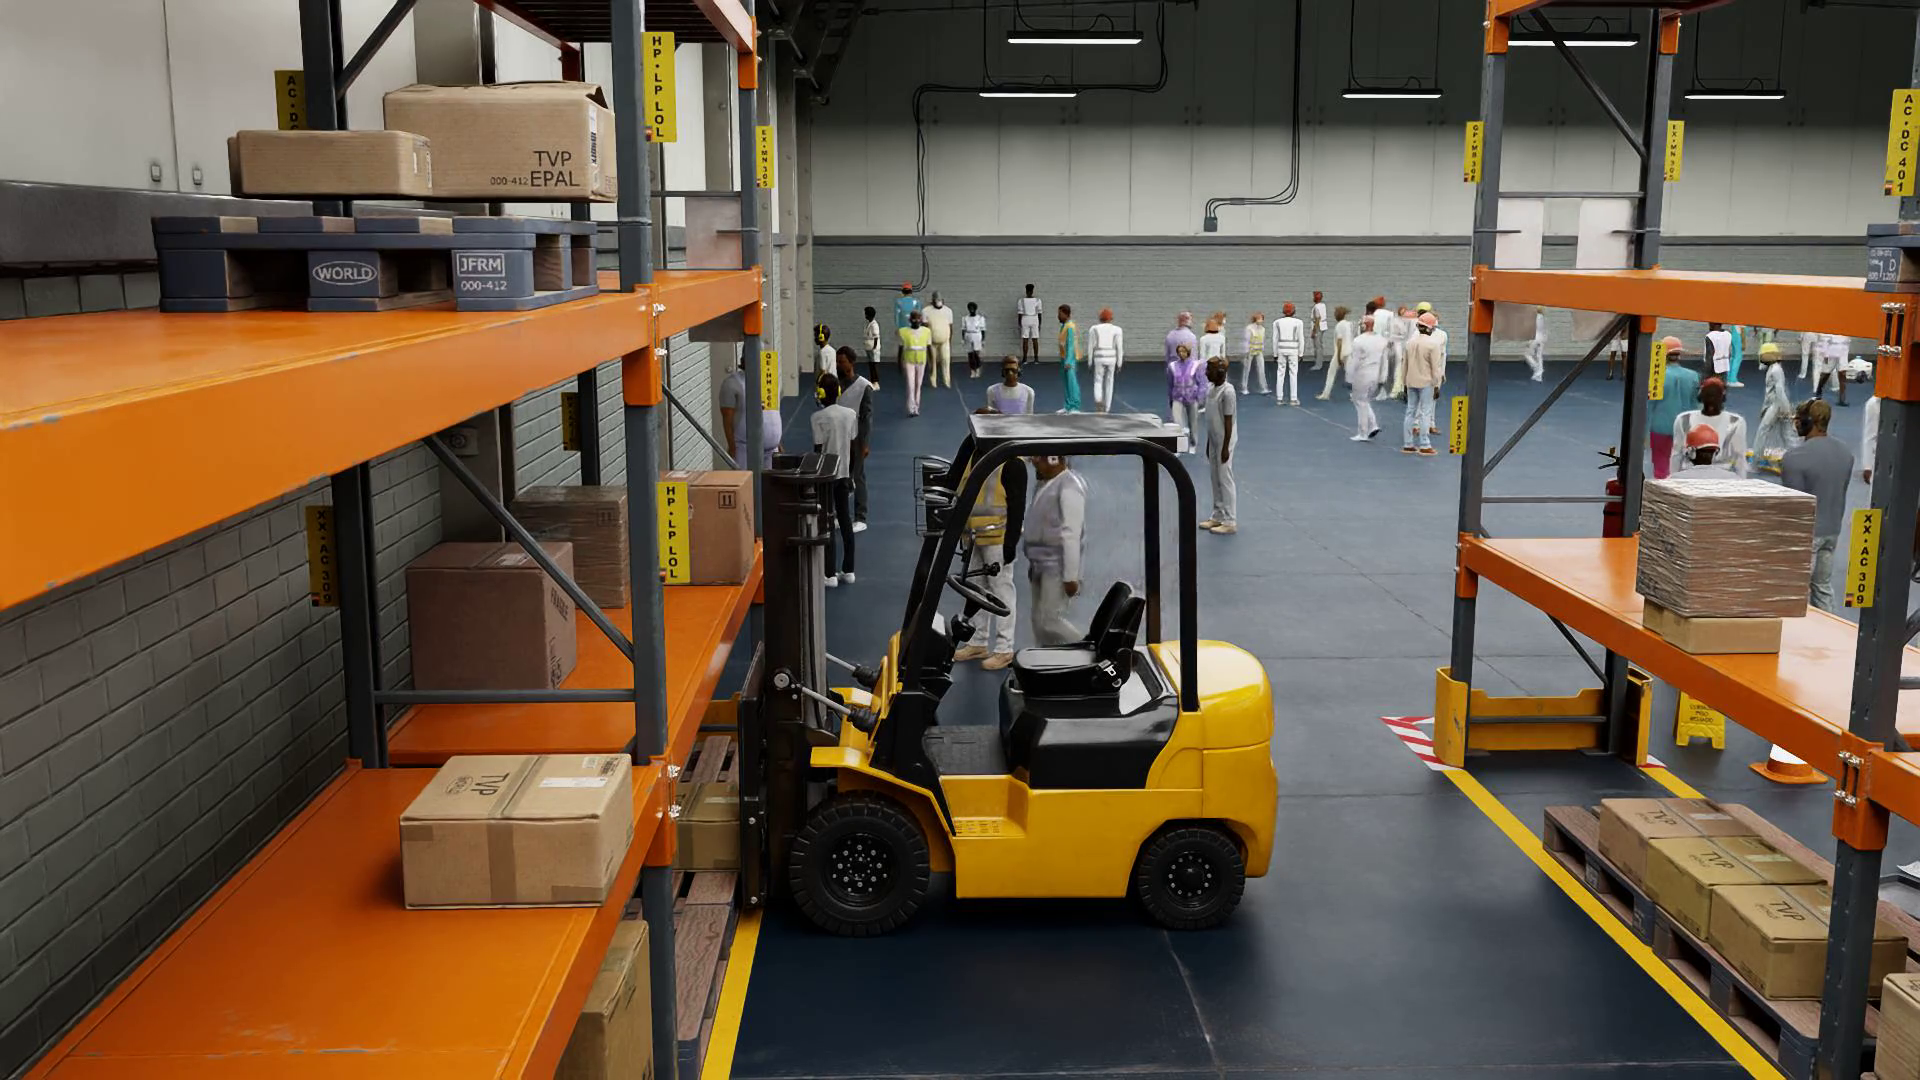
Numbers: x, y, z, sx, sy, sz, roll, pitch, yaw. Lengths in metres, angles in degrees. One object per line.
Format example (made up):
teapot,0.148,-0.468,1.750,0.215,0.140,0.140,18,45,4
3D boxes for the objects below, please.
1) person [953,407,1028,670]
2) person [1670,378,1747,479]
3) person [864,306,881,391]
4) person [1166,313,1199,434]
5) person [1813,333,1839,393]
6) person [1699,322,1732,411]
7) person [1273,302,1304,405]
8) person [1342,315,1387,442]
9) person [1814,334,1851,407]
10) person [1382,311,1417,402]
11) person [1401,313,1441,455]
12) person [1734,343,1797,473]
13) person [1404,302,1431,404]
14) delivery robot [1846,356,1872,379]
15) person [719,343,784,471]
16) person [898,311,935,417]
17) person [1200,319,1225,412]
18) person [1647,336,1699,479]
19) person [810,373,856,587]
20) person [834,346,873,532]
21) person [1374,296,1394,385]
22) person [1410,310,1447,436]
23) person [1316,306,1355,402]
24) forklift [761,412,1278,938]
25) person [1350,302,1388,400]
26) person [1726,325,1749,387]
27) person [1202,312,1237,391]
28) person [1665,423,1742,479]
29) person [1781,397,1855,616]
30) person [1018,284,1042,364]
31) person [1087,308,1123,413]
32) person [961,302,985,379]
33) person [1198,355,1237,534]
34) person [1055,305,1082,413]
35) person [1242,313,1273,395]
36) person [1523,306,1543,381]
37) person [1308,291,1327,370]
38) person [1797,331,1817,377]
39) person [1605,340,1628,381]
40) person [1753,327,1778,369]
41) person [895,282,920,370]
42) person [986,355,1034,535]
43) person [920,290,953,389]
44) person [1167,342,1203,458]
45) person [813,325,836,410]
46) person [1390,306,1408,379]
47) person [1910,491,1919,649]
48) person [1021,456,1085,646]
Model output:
person,0.189,-0.019,11.720,0.429,1.843,0.630,-8,13,-37
person,6.435,-0.481,14.329,0.598,1.832,0.980,4,11,23
person,-1.771,-3.848,33.461,0.322,1.693,0.535,-4,11,-19
person,3.468,-2.591,25.973,0.623,1.890,0.690,-6,12,-30
person,17.241,-3.724,33.010,0.822,1.597,0.534,-7,12,-34
person,11.749,-2.601,25.891,0.591,1.919,0.392,-8,13,-38
person,6.029,-3.418,30.540,0.575,1.884,0.355,5,11,25
person,6.038,-2.415,24.927,0.648,1.891,0.442,-8,13,-37
person,16.049,-3.412,30.487,0.546,1.892,0.910,1,10,3
person,8.410,-3.423,31.060,0.889,1.709,0.578,-1,10,-6
person,6.499,-2.187,23.380,0.400,1.989,0.623,-7,12,-35
person,10.478,-1.687,21.446,0.873,1.671,0.495,6,12,30
person,8.335,-3.358,30.145,0.477,1.898,0.630,-10,14,-43
delivery robot,19.080,-3.668,35.370,0.707,0.478,0.477,-8,13,-38
person,-2.016,-0.988,16.563,0.676,2.000,0.536,-9,13,-41
person,-0.724,-2.976,28.275,0.580,1.805,0.909,-3,11,-16
person,4.411,-3.044,29.151,0.501,1.633,0.285,-4,11,-22
person,7.575,-1.195,17.879,0.651,1.977,0.477,-1,10,-8
person,-1.124,-0.520,14.466,0.329,1.861,0.516,10,14,43
person,-1.150,-1.044,17.215,0.587,1.920,0.392,8,13,36
person,8.766,-4.160,34.724,0.579,1.863,0.802,0,10,0
person,7.252,-2.584,25.741,0.632,1.940,0.372,-4,11,-19
person,7.181,-3.472,31.112,0.944,1.805,0.515,10,14,43
forklift,0.291,0.548,7.580,2.313,2.155,1.214,0,10,-2
person,7.786,-3.580,31.526,0.634,1.862,0.989,-6,12,-30
person,16.136,-4.086,34.414,0.363,1.836,0.505,3,10,14
person,5.148,-3.793,33.424,0.824,1.598,0.512,7,12,33
person,5.074,0.067,11.474,0.561,1.755,0.322,0,10,-2
person,5.850,-0.017,11.478,0.629,1.935,0.376,-5,11,-25
person,1.706,-5.283,40.693,0.601,1.967,0.367,-1,10,-6
person,2.487,-3.035,28.464,0.611,1.865,0.665,1,10,3
person,0.265,-4.349,36.296,0.523,1.672,0.593,4,11,20
person,2.669,-0.982,17.117,0.350,1.837,0.502,-3,11,-14
person,1.924,-3.109,28.824,0.472,1.900,0.635,-1,10,-8
person,5.777,-3.616,32.417,0.550,1.607,0.728,-5,12,-28
person,12.356,-4.282,35.776,0.585,1.721,0.399,-9,13,-40
person,8.342,-4.869,38.726,0.390,1.846,0.564,5,11,26
person,18.758,-4.447,36.688,0.484,1.736,0.307,1,10,8
person,14.224,-4.391,35.808,0.547,1.938,0.379,6,12,29
person,18.787,-4.878,38.798,0.525,1.850,0.727,6,12,30
person,-1.233,-5.002,38.918,0.605,2.045,0.381,-2,10,-9
person,0.503,-0.958,16.941,0.506,1.847,0.345,-1,10,-4
person,-0.445,-4.085,33.817,0.693,2.000,0.912,-2,10,-10
person,3.147,-1.958,23.187,0.518,1.603,0.825,3,11,18
person,-1.861,-2.016,22.810,0.327,1.861,0.497,2,10,11
person,9.539,-4.224,35.781,0.506,1.605,0.742,-2,10,-13
person,6.444,0.138,10.789,0.519,1.865,0.335,9,13,40
person,0.662,0.147,10.921,0.520,1.802,0.597,-2,10,-13
